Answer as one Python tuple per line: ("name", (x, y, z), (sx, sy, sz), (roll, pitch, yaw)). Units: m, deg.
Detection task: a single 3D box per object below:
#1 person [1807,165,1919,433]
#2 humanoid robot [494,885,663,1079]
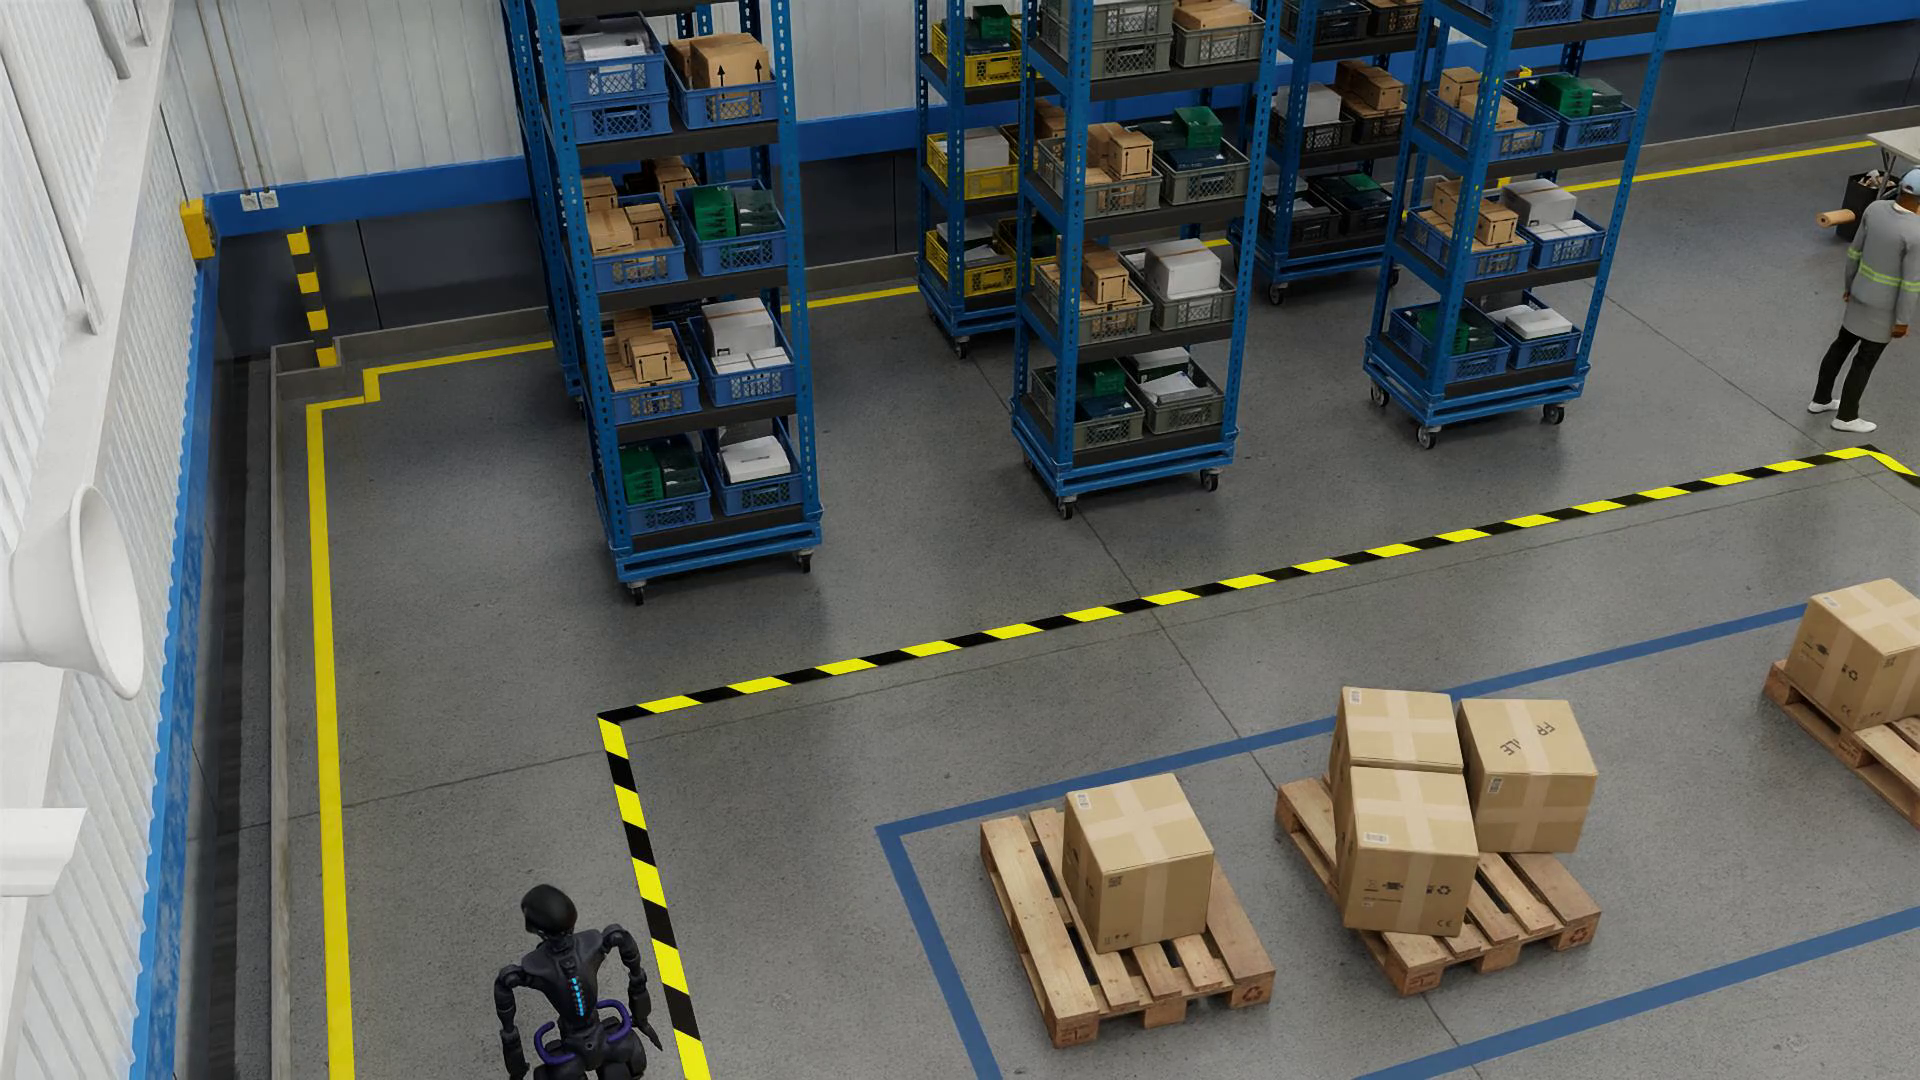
("person", (6.049, -1.585, 10.927), (0.377, 1.851, 0.597), (-8, 36, -11))
("humanoid robot", (-1.394, 1.892, 6.137), (0.599, 1.659, 0.315), (-18, 39, -23))
